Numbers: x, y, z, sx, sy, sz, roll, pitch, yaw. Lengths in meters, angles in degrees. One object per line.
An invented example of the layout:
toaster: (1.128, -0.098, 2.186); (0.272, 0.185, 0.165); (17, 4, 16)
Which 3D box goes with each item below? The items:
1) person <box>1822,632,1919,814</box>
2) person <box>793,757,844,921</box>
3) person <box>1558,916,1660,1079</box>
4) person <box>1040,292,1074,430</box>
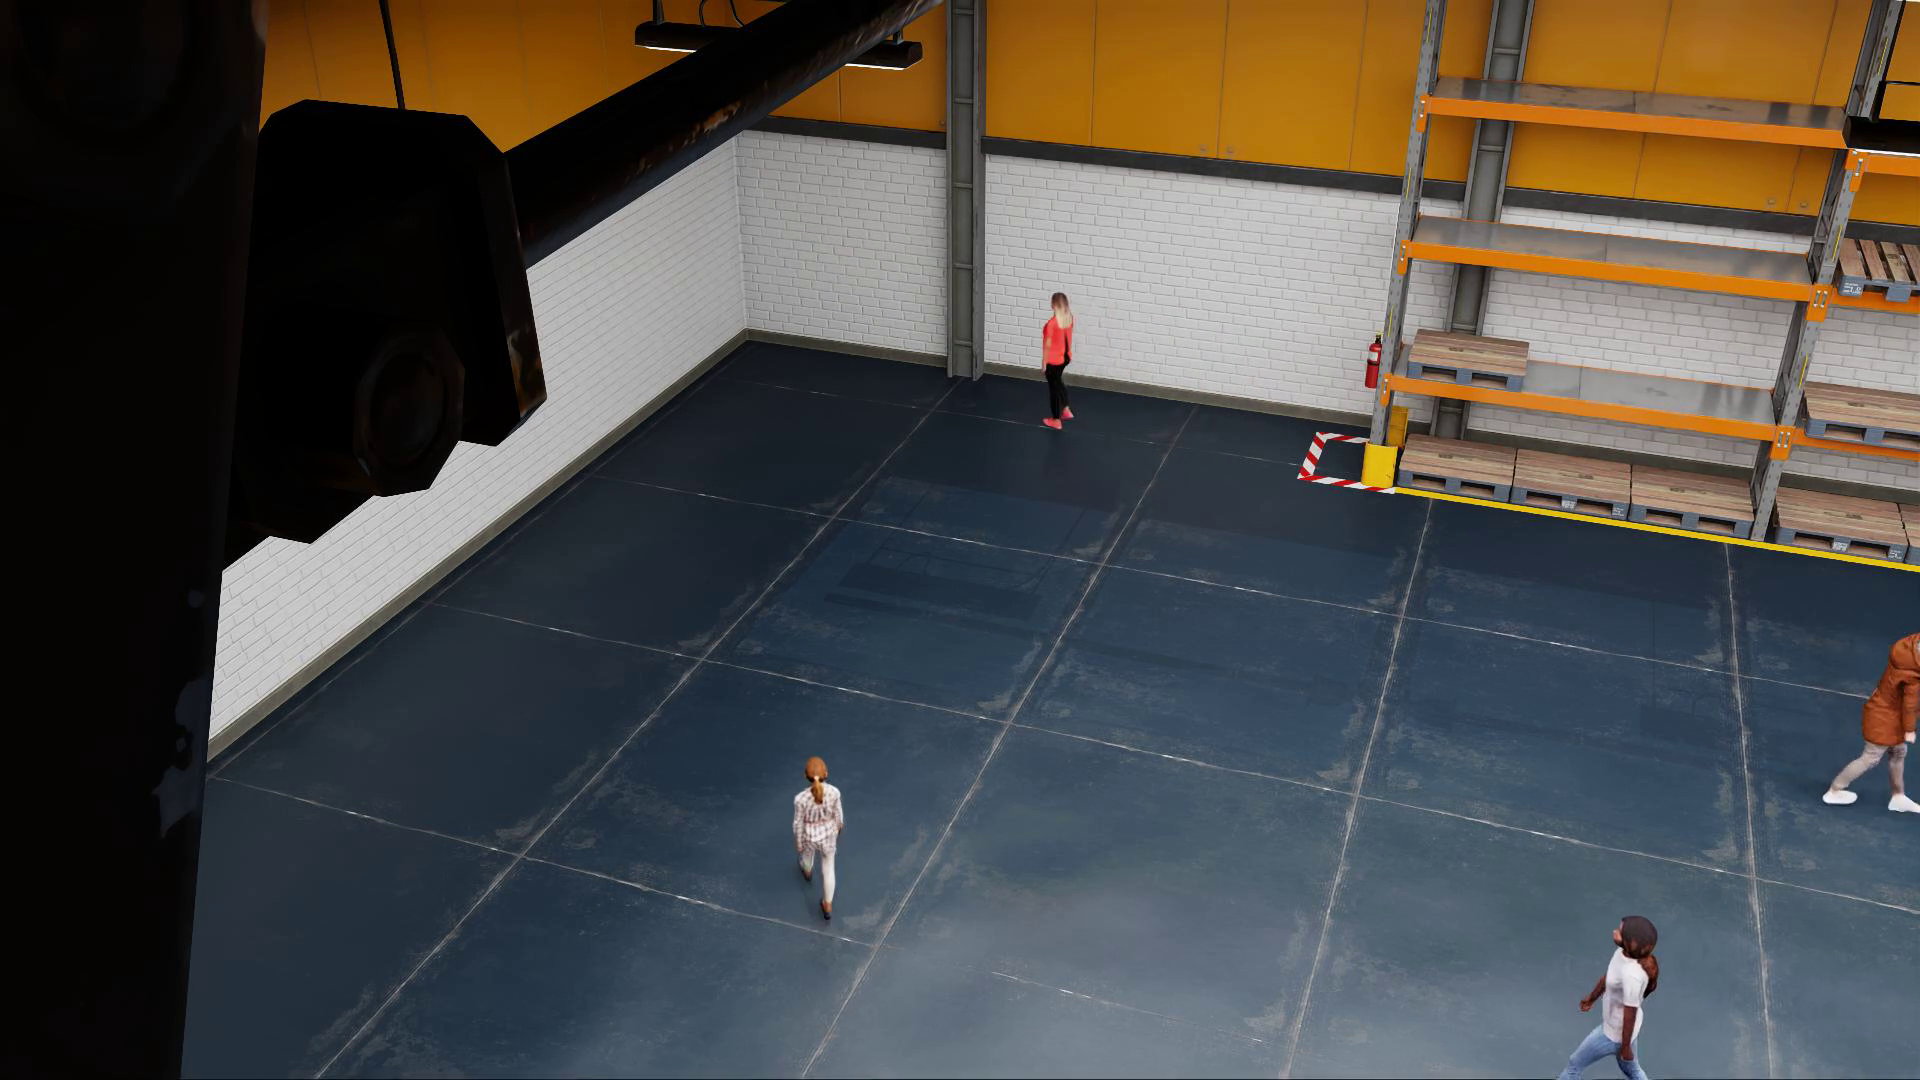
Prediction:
person: (7.223, 1.373, 13.043); (1.017, 1.790, 0.848); (10, 30, 17)
person: (-1.011, 2.188, 12.081); (0.898, 1.280, 0.900); (-8, 30, -14)
person: (4.102, 3.004, 10.170); (1.141, 1.677, 0.623); (12, 31, 21)
person: (1.215, -2.076, 19.471); (0.735, 1.689, 0.702); (23, 36, 36)
